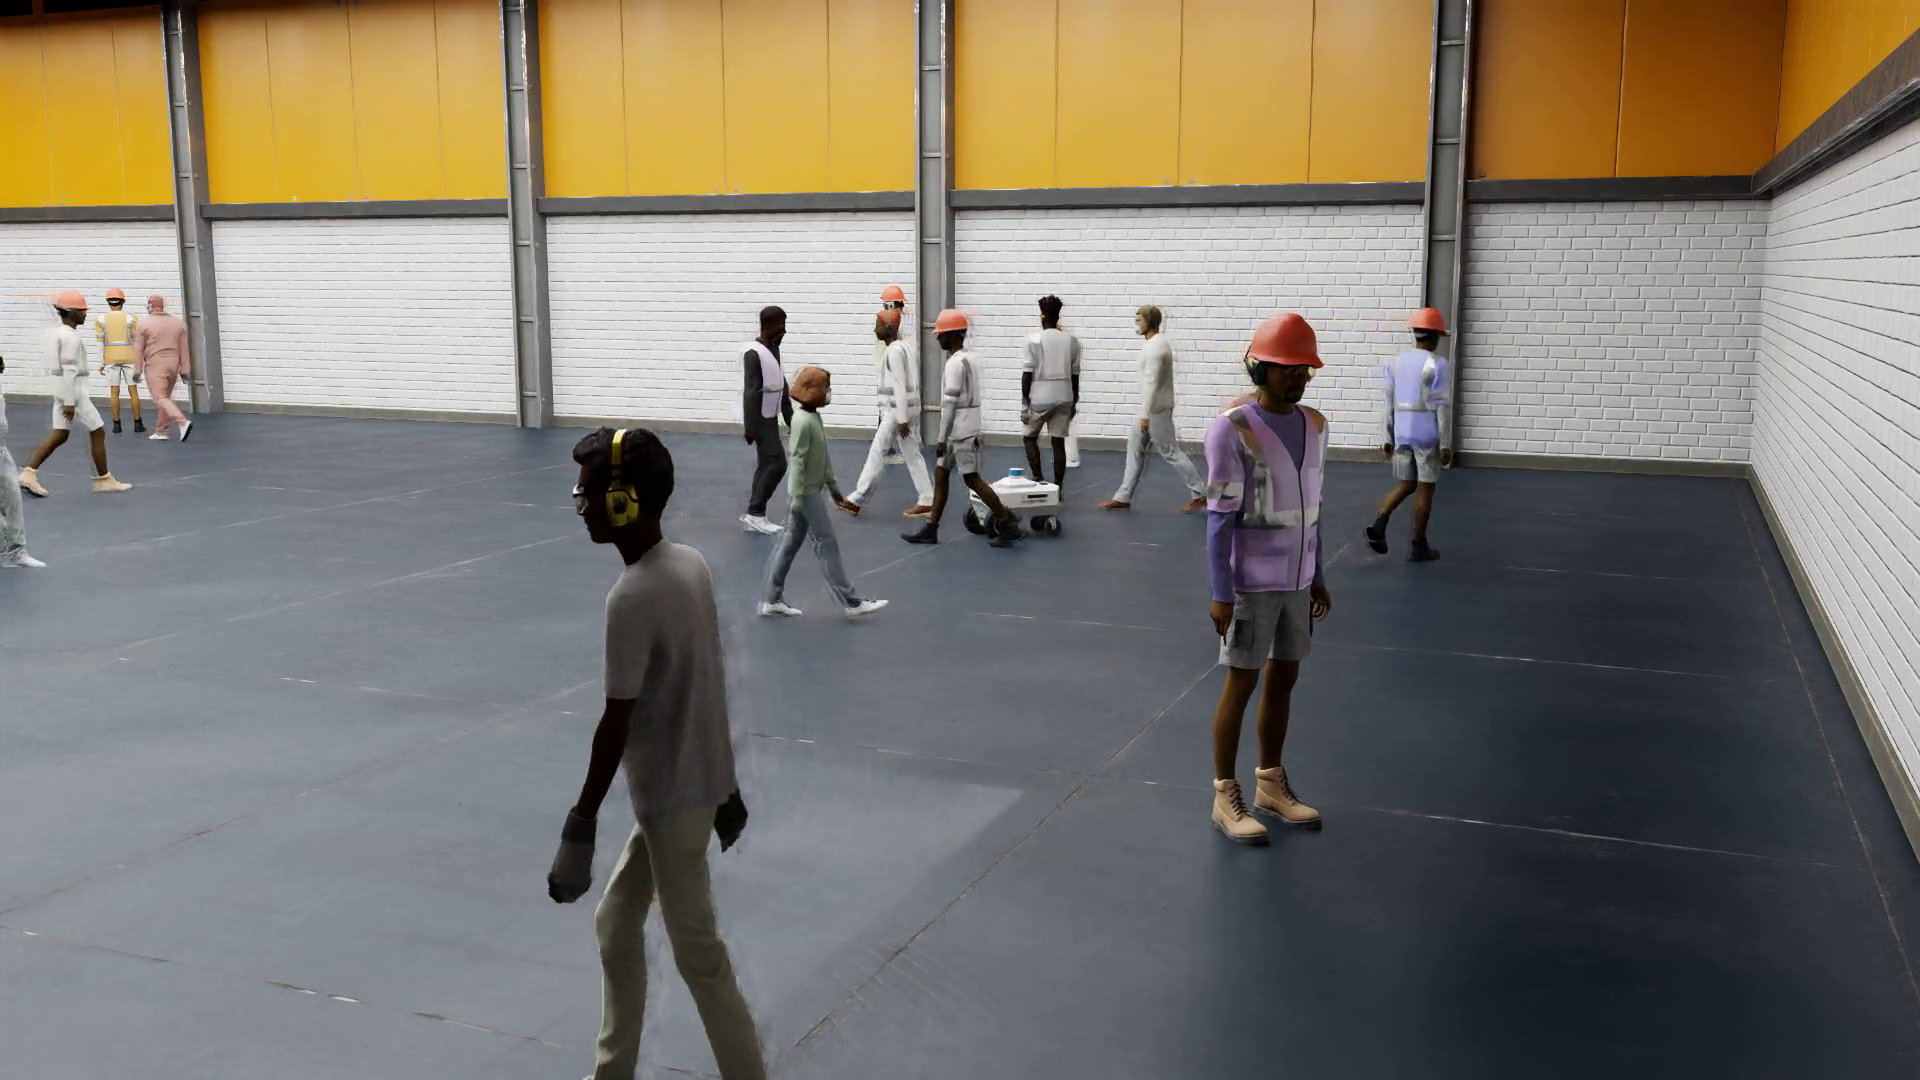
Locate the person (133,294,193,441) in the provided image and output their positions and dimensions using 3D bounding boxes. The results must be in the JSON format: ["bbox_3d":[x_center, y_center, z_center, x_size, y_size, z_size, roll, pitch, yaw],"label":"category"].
[{"bbox_3d":[-10.012,-2.160,20.958,0.841,1.876,0.649,5,11,27],"label":"person"}]

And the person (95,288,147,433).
[{"bbox_3d":[-11.161,-2.382,22.119,0.543,1.927,0.383,-3,10,-19],"label":"person"}]

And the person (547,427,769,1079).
[{"bbox_3d":[-0.808,0.647,4.025,0.834,1.833,0.552,1,9,4],"label":"person"}]

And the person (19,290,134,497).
[{"bbox_3d":[-8.627,-1.403,16.003,1.012,2.004,0.614,-9,13,-42],"label":"person"}]

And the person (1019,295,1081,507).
[{"bbox_3d":[0.815,-1.288,15.411,0.642,1.945,0.542,-4,10,-21],"label":"person"}]

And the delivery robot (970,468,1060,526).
[{"bbox_3d":[0.454,-0.344,13.637,0.707,0.478,0.477,-4,10,-23],"label":"delivery robot"}]

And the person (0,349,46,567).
[{"bbox_3d":[-7.172,-0.630,12.130,0.739,1.718,0.473,1,9,3],"label":"person"}]

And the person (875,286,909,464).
[{"bbox_3d":[-0.769,-1.859,18.740,0.384,1.996,0.610,0,9,-3],"label":"person"}]

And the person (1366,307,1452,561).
[{"bbox_3d":[3.381,-0.771,12.404,0.582,1.914,0.543,-6,11,-33],"label":"person"}]

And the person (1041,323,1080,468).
[{"bbox_3d":[1.087,-1.583,18.244,0.526,1.599,0.517,6,11,31],"label":"person"}]

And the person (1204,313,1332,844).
[{"bbox_3d":[1.222,0.147,6.447,0.616,2.040,0.382,-7,12,-36],"label":"person"}]

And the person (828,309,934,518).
[{"bbox_3d":[-0.656,-1.095,14.588,0.984,1.832,0.603,1,9,3],"label":"person"}]

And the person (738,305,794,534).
[{"bbox_3d":[-1.600,-0.996,13.807,0.455,1.893,0.622,2,10,11],"label":"person"}]

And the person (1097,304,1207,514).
[{"bbox_3d":[1.798,-1.165,14.882,1.032,1.895,0.648,1,9,5],"label":"person"}]

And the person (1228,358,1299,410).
[{"bbox_3d":[1.924,-0.403,10.764,0.531,1.726,0.910,-4,10,-25],"label":"person"}]

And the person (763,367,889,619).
[{"bbox_3d":[-0.869,-0.285,10.409,0.843,1.588,0.518,1,9,3],"label":"person"}]

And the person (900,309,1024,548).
[{"bbox_3d":[0.049,-0.872,13.100,0.980,1.899,0.540,2,10,10],"label":"person"}]
